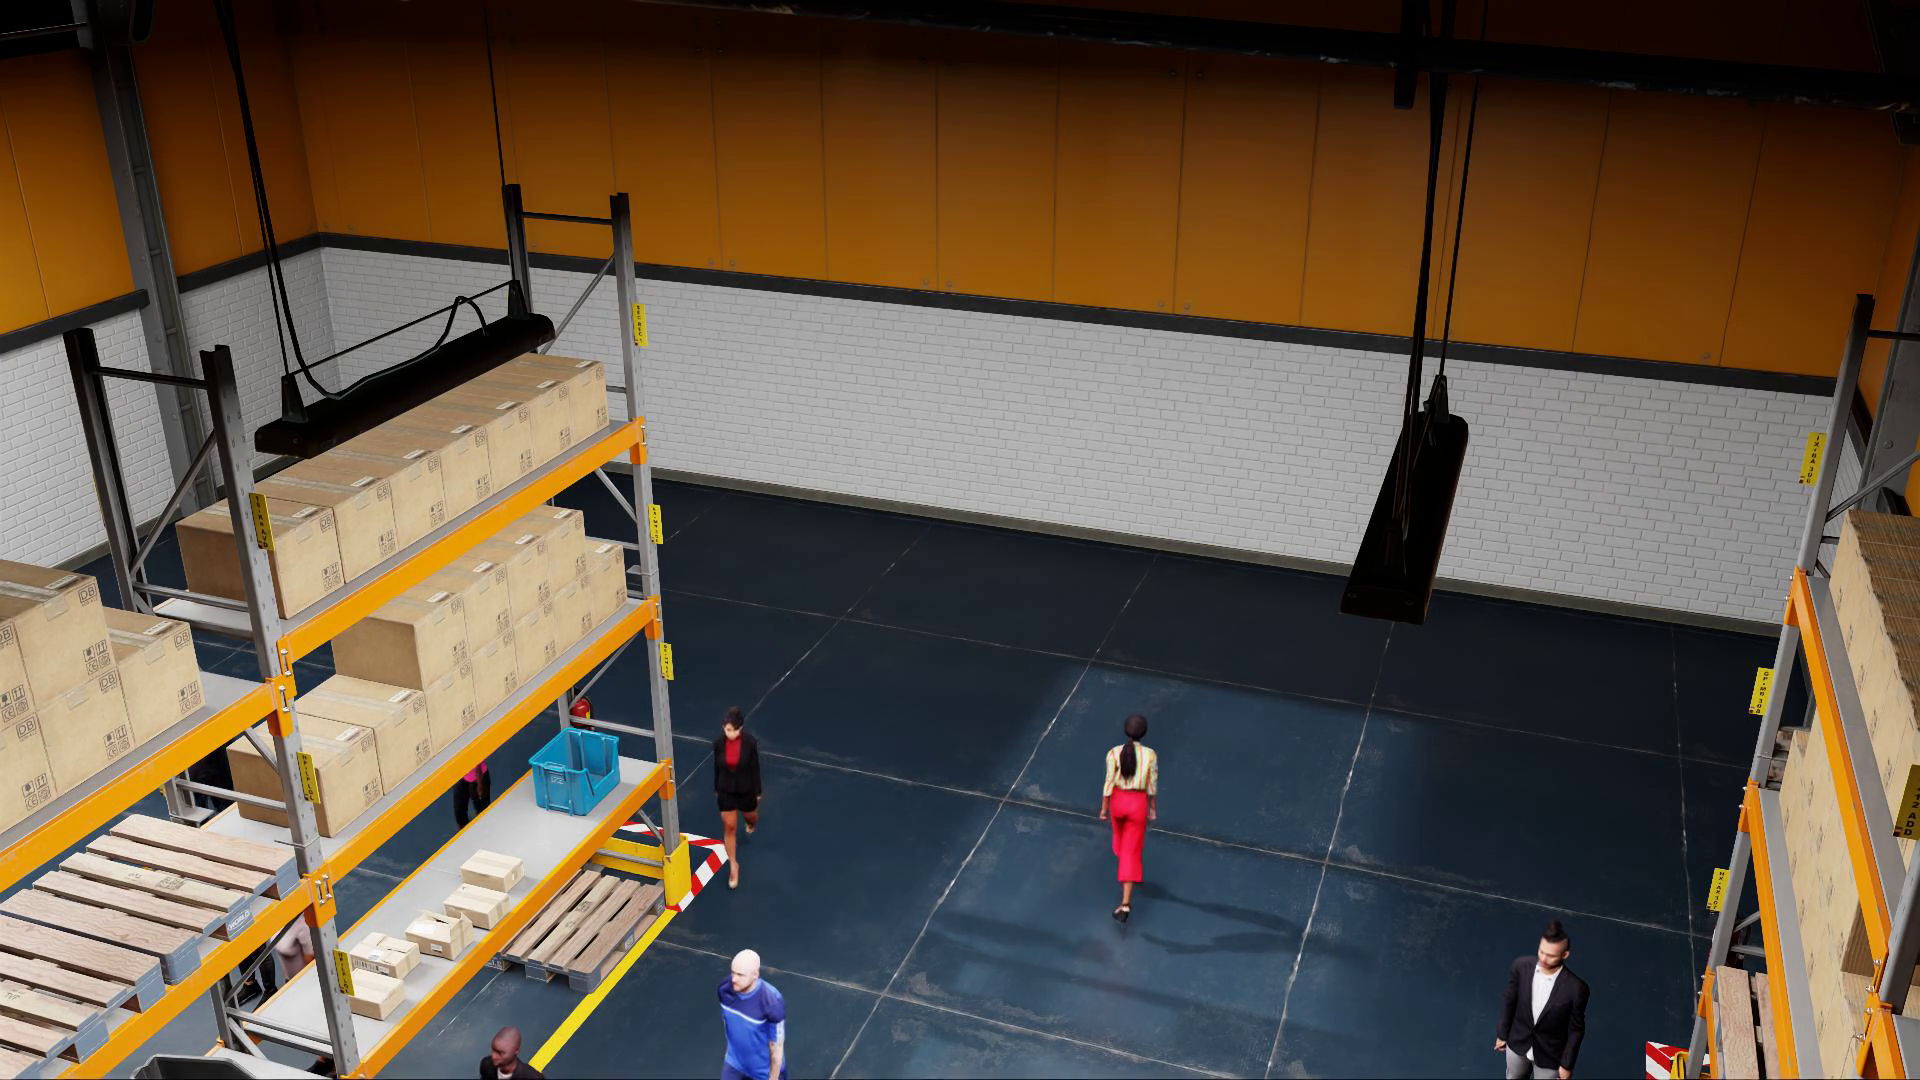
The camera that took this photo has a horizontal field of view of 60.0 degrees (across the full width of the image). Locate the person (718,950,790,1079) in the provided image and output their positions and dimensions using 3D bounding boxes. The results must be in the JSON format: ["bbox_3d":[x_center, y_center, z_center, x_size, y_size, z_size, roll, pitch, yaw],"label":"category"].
[{"bbox_3d":[-1.308,3.455,11.101,0.803,1.795,1.171,13,27,26],"label":"person"}]

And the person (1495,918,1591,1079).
[{"bbox_3d":[3.886,3.348,11.143,0.788,1.957,0.744,20,31,38],"label":"person"}]

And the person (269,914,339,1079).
[{"bbox_3d":[-4.639,3.158,11.843,0.655,1.744,0.635,18,29,35],"label":"person"}]

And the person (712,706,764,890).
[{"bbox_3d":[-1.902,2.154,14.300,0.797,1.616,1.055,0,24,0],"label":"person"}]

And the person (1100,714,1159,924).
[{"bbox_3d":[1.380,2.331,13.739,0.732,1.742,1.196,3,24,8],"label":"person"}]

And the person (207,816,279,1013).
[{"bbox_3d":[-5.472,2.812,12.663,0.636,1.722,0.551,11,26,23],"label":"person"}]

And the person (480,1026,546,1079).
[{"bbox_3d":[-2.755,3.763,10.438,0.649,1.761,0.563,10,26,22],"label":"person"}]
